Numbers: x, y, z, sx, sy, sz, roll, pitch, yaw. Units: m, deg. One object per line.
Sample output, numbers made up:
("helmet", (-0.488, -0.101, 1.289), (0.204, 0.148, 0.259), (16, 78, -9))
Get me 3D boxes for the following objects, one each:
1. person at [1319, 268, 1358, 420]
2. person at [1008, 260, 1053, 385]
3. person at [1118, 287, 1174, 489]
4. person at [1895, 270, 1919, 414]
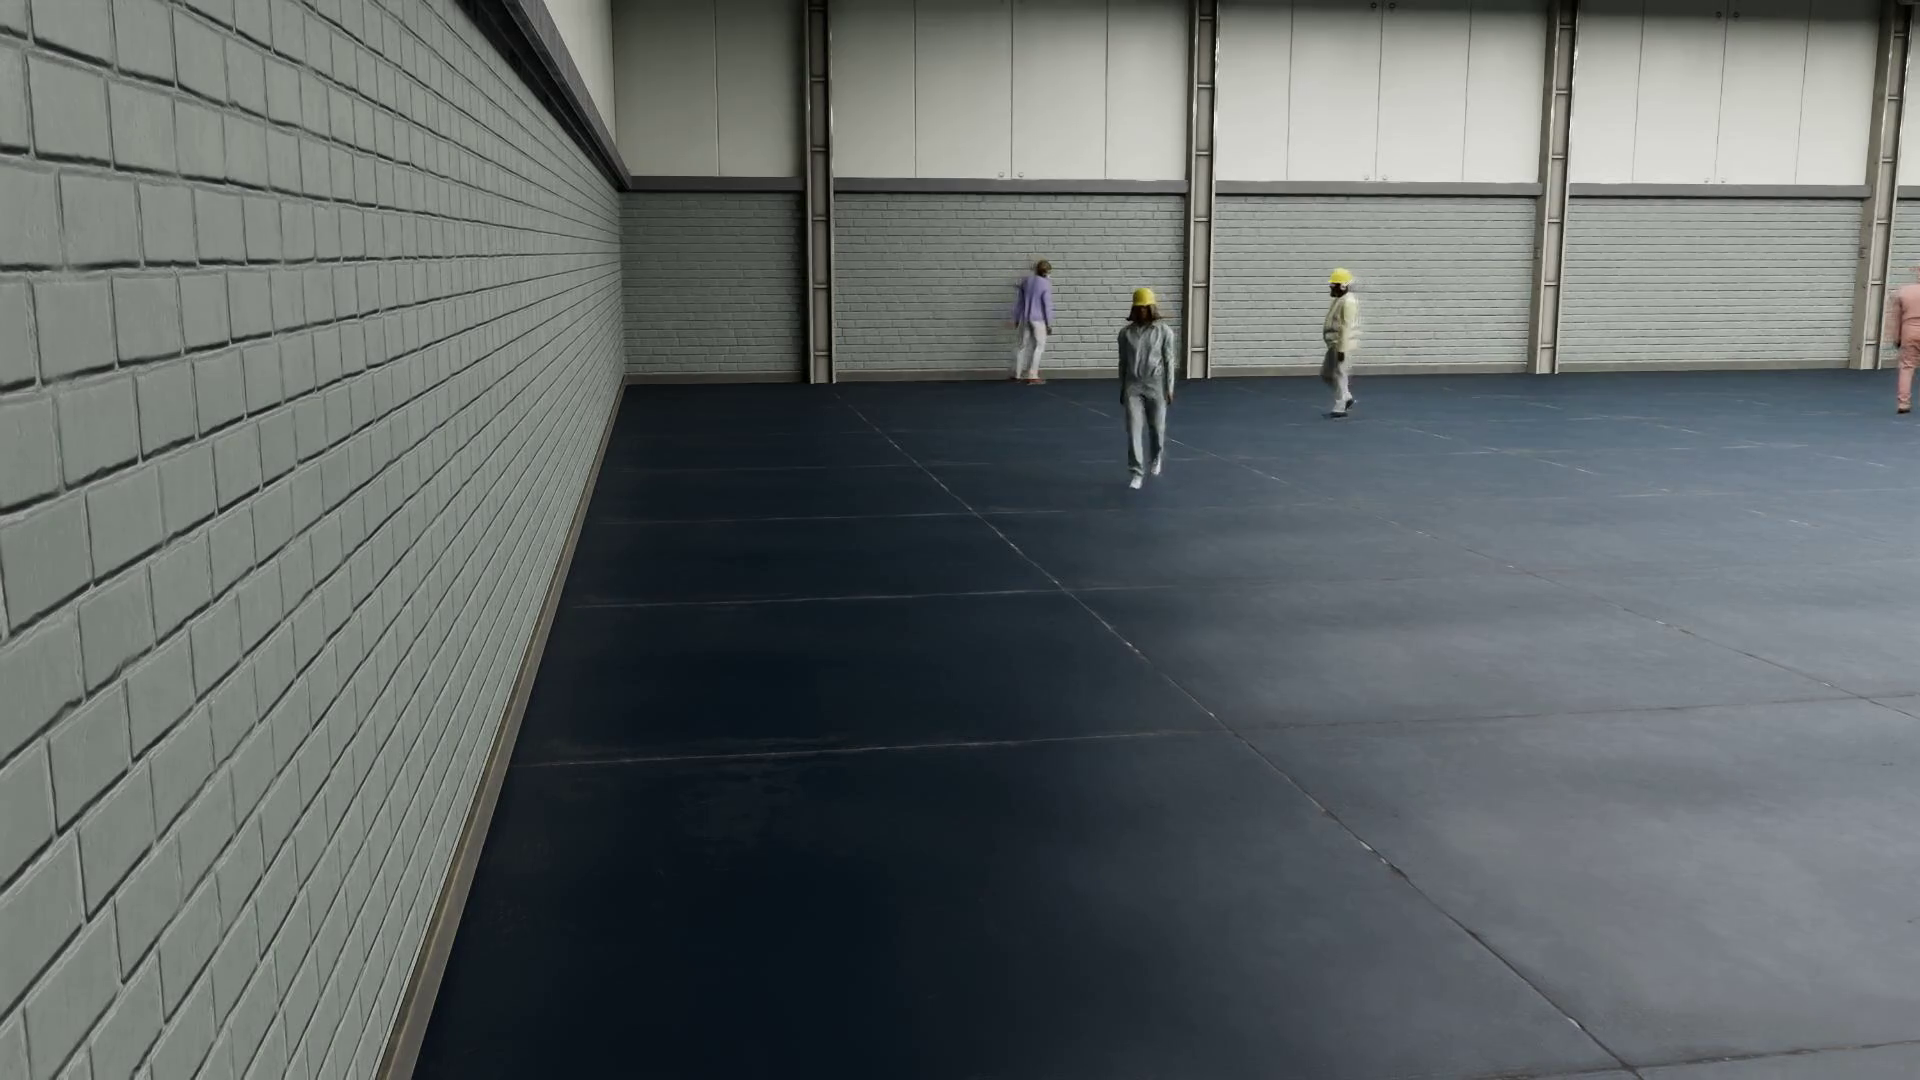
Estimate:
("person", (4.551, -2.345, 19.971), (0.421, 1.818, 0.619), (0, 10, 0))
("person", (1.084, -3.303, 25.295), (0.454, 1.892, 0.782), (-10, 14, -44))
("person", (1.606, -1.326, 14.388), (0.492, 1.718, 0.688), (2, 10, 12))
("person", (12.102, -2.529, 20.869), (0.905, 1.867, 0.672), (-8, 13, -39))
